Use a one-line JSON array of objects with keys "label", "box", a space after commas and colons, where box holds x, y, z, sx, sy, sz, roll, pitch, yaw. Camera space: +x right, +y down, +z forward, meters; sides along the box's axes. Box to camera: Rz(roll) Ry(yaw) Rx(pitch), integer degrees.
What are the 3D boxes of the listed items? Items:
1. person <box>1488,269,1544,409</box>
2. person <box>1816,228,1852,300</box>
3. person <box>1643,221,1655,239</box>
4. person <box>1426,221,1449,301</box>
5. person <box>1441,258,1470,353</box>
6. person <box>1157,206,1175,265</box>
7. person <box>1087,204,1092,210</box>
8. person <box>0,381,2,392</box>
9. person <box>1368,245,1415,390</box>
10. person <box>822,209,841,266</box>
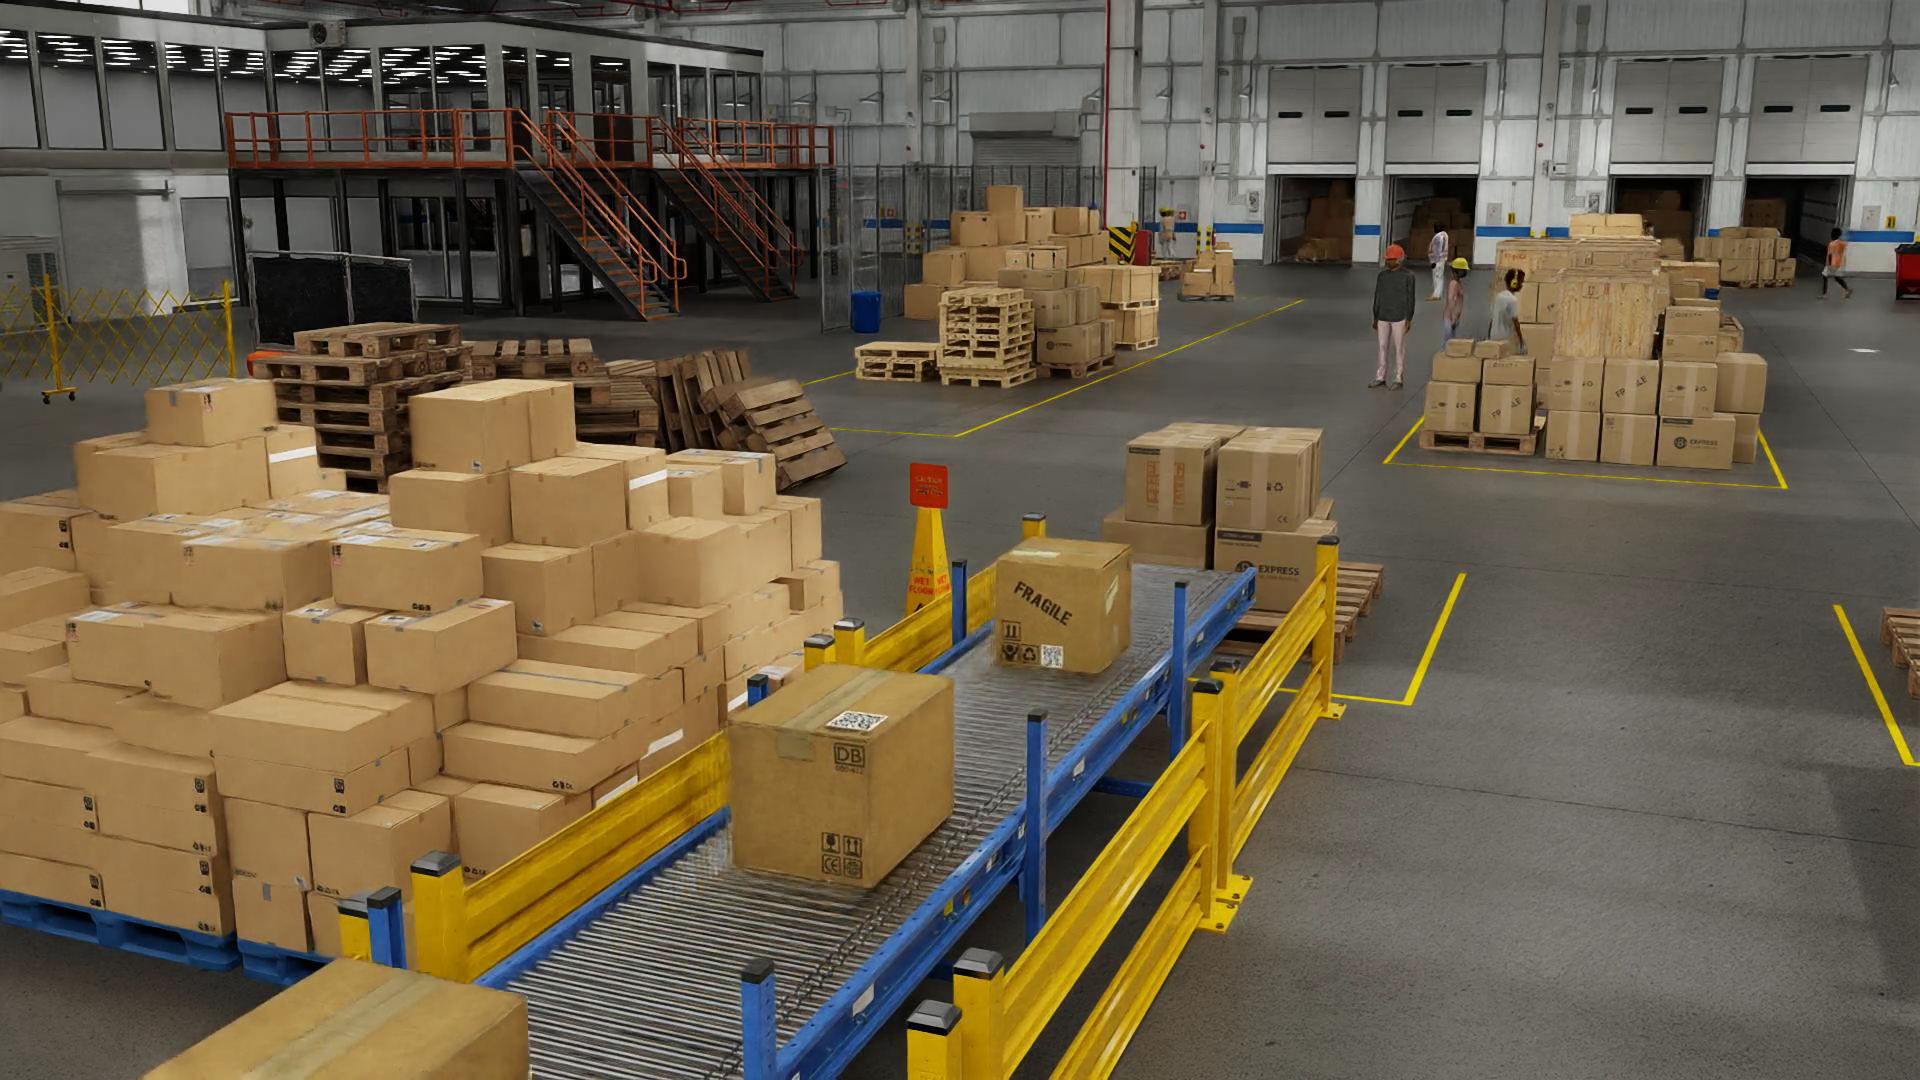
[{"label": "person", "box": [6.725, -2.420, 20.479, 1.026, 1.804, 0.499, 0, 13, 2]}, {"label": "person", "box": [20.405, -6.422, 38.690, 0.540, 1.676, 0.676, -6, 14, -26]}, {"label": "person", "box": [14.718, -5.924, 35.913, 0.642, 1.927, 0.643, -7, 14, -27]}, {"label": "person", "box": [11.042, -6.448, 38.463, 0.429, 1.842, 0.626, 7, 14, 29]}, {"label": "person", "box": [7.170, -3.207, 24.122, 0.358, 1.757, 0.521, 5, 13, 20]}, {"label": "person", "box": [6.373, -9.382, 51.532, 0.645, 1.879, 0.411, -8, 15, -31]}, {"label": "person", "box": [4.256, -9.738, 53.050, 0.813, 1.924, 0.610, 6, 14, 25]}, {"label": "person", "box": [-9.784, -1.605, 16.349, 0.623, 2.000, 0.944, -8, 15, -32]}, {"label": "person", "box": [5.963, -3.068, 22.954, 0.380, 1.991, 0.625, -11, 17, -41]}, {"label": "person", "box": [-4.108, -9.564, 52.530, 0.650, 1.795, 0.934, -6, 14, -25]}]
